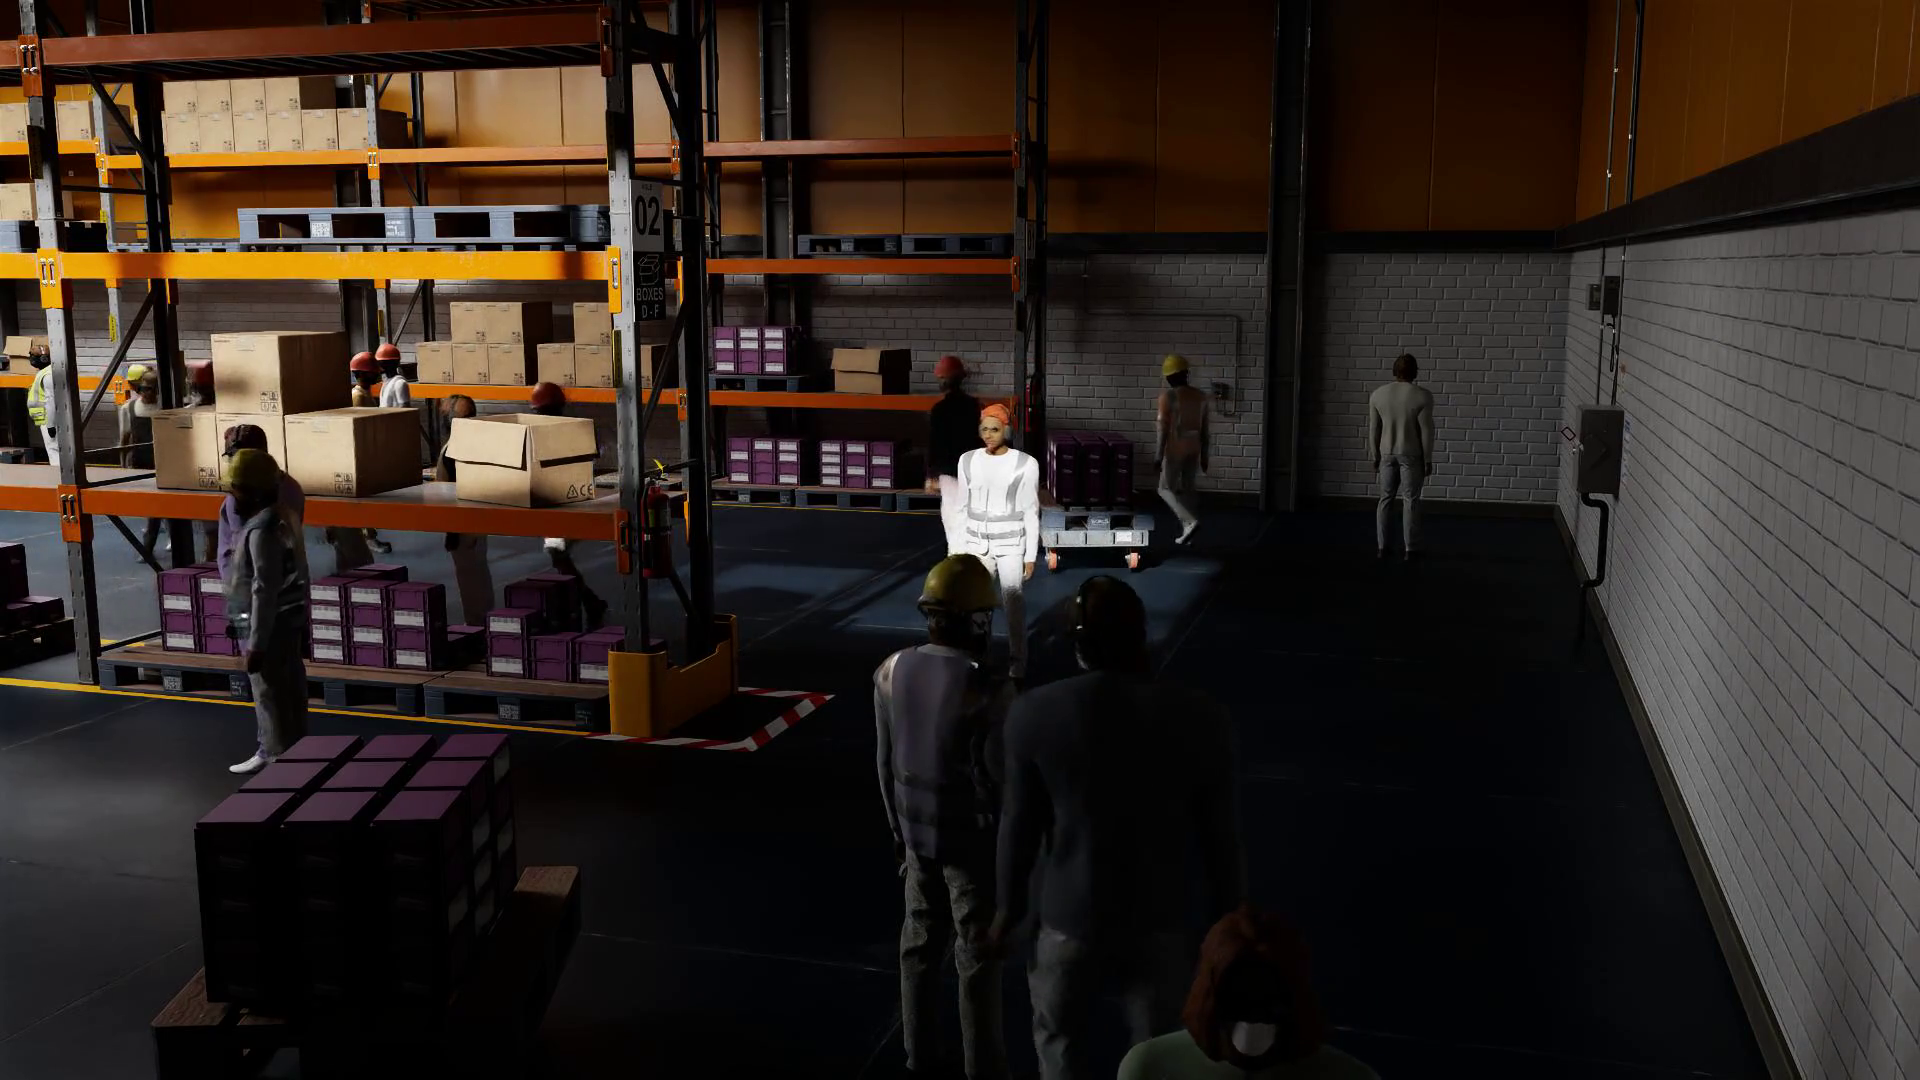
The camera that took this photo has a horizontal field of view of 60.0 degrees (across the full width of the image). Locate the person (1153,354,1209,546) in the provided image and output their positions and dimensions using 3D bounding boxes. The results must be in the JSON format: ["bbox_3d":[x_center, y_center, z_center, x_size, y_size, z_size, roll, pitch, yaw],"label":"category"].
[{"bbox_3d":[2.179,-0.855,16.203,0.631,1.897,0.483,-6,11,-32],"label":"person"}]

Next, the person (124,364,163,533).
[{"bbox_3d":[-8.373,-0.937,17.129,0.362,1.749,0.556,4,10,21],"label":"person"}]

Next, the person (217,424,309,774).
[{"bbox_3d":[-3.813,0.318,9.056,0.407,1.902,0.639,1,9,4],"label":"person"}]

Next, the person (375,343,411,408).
[{"bbox_3d":[-6.021,-1.119,17.696,0.379,1.937,0.547,-7,11,-35],"label":"person"}]

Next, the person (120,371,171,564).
[{"bbox_3d":[-7.615,-0.714,15.733,0.533,1.797,0.958,-1,9,-4],"label":"person"}]

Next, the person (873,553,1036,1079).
[{"bbox_3d":[0.001,0.950,5.412,0.586,1.831,0.403,8,12,39],"label":"person"}]

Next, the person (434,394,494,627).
[{"bbox_3d":[-3.567,-0.132,11.974,0.429,1.842,0.628,0,9,-2],"label":"person"}]

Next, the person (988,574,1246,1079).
[{"bbox_3d":[0.417,1.050,4.546,0.724,1.916,0.394,1,9,3],"label":"person"}]

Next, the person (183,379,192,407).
[{"bbox_3d":[-8.575,-1.166,18.186,0.518,1.873,0.328,1,9,6],"label":"person"}]

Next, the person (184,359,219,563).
[{"bbox_3d":[-5.973,-0.431,13.249,0.585,2.030,0.618,4,10,24],"label":"person"}]

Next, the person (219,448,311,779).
[{"bbox_3d":[-3.554,0.437,8.557,0.403,1.828,0.625,-2,10,-13],"label":"person"}]

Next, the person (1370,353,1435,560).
[{"bbox_3d":[4.146,-0.777,15.611,0.629,1.940,0.373,7,11,35],"label":"person"}]

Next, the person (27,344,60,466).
[{"bbox_3d":[-10.820,-1.403,19.762,0.429,1.837,0.624,-5,11,-30],"label":"person"}]

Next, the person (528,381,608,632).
[{"bbox_3d":[-2.961,-0.252,12.569,0.865,1.901,0.567,7,12,38],"label":"person"}]

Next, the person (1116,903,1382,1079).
[{"bbox_3d":[0.519,1.442,3.037,0.501,1.629,0.275,2,10,12],"label":"person"}]

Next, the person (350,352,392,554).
[{"bbox_3d":[-5.673,-0.835,15.966,0.356,1.937,0.552,-3,10,-18],"label":"person"}]

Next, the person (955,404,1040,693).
[{"bbox_3d":[0.237,0.063,10.679,0.579,1.878,0.345,5,10,26],"label":"person"}]

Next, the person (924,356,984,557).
[{"bbox_3d":[-0.103,-0.599,14.394,0.703,1.973,0.643,7,11,35],"label":"person"}]

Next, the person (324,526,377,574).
[{"bbox_3d":[-4.442,-0.107,12.228,0.592,1.696,0.557,-1,9,-5],"label":"person"}]
